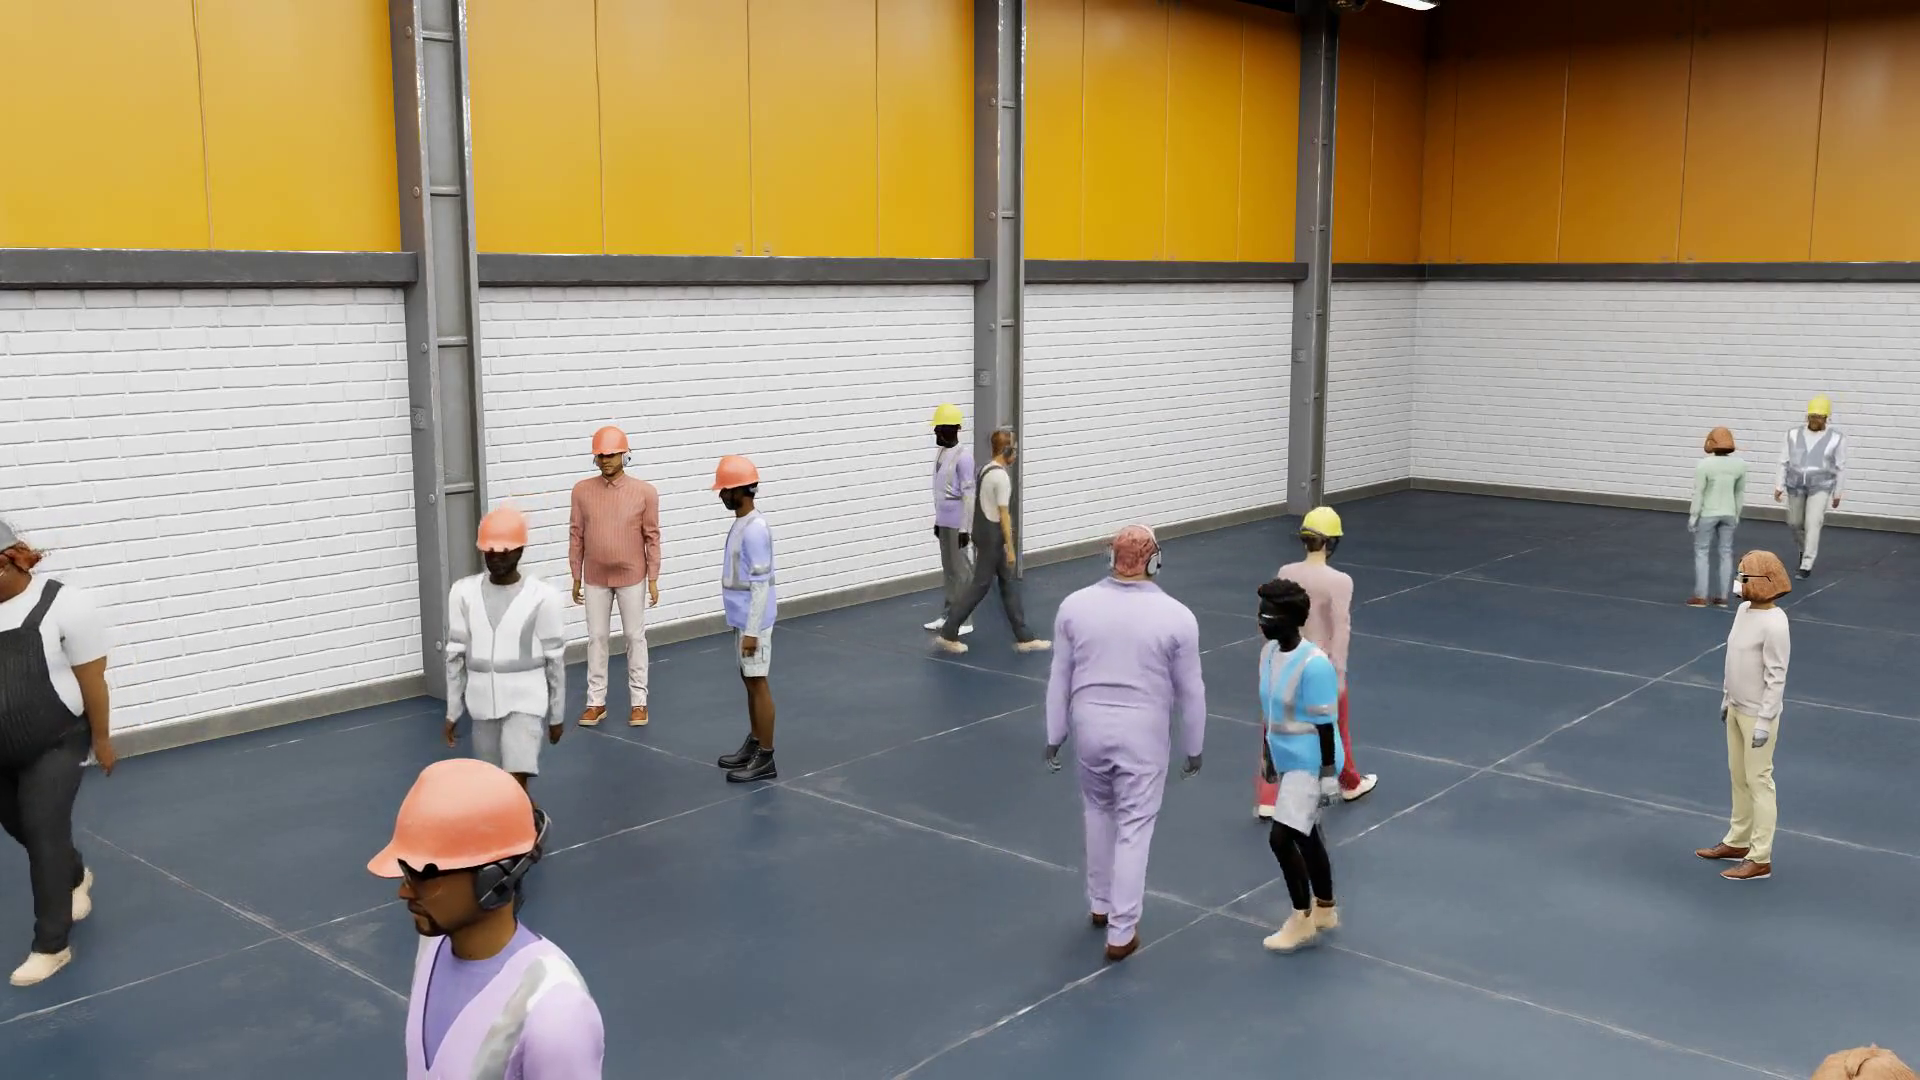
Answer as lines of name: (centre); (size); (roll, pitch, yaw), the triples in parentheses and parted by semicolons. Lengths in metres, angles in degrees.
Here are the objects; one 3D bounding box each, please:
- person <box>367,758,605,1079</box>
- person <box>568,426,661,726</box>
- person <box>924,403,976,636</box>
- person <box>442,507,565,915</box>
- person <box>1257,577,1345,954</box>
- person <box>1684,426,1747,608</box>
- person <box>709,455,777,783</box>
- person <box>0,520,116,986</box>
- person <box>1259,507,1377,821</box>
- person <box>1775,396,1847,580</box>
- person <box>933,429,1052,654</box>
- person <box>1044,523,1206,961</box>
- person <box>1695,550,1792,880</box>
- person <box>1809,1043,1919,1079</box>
person: (-0.948, 1.431, 3.359); (0.388, 2.045, 0.605); (-8, 12, -41)
person: (-2.283, 0.241, 10.991); (0.609, 1.995, 0.378); (0, 9, 1)
person: (-0.073, -0.166, 13.754); (0.384, 1.928, 0.588); (-4, 10, -22)
person: (-2.153, 0.765, 8.001); (0.546, 1.907, 0.901); (1, 9, 7)
person: (1.492, 0.991, 7.349); (0.550, 1.661, 0.540); (-2, 9, -14)
person: (6.771, -0.203, 14.907); (0.514, 1.631, 0.275); (-1, 9, -7)
person: (-1.269, 0.462, 9.805); (0.375, 1.930, 0.542); (-2, 9, -14)
person: (-4.088, 0.803, 7.318); (0.699, 2.000, 0.966); (0, 9, 1)
person: (1.961, 0.667, 9.172); (0.925, 1.710, 0.548); (-8, 12, -41)
person: (8.450, -0.541, 16.509); (0.590, 1.808, 0.826); (8, 12, 41)
person: (0.227, 0.023, 13.044); (0.953, 1.786, 0.532); (-1, 9, -9)
person: (0.751, 0.864, 7.403); (0.694, 1.886, 0.773); (3, 10, 21)
person: (3.910, 0.859, 8.242); (0.284, 1.633, 0.500); (0, 9, 3)
person: (1.601, 1.690, 3.018); (0.267, 1.632, 0.507); (-8, 12, -39)
